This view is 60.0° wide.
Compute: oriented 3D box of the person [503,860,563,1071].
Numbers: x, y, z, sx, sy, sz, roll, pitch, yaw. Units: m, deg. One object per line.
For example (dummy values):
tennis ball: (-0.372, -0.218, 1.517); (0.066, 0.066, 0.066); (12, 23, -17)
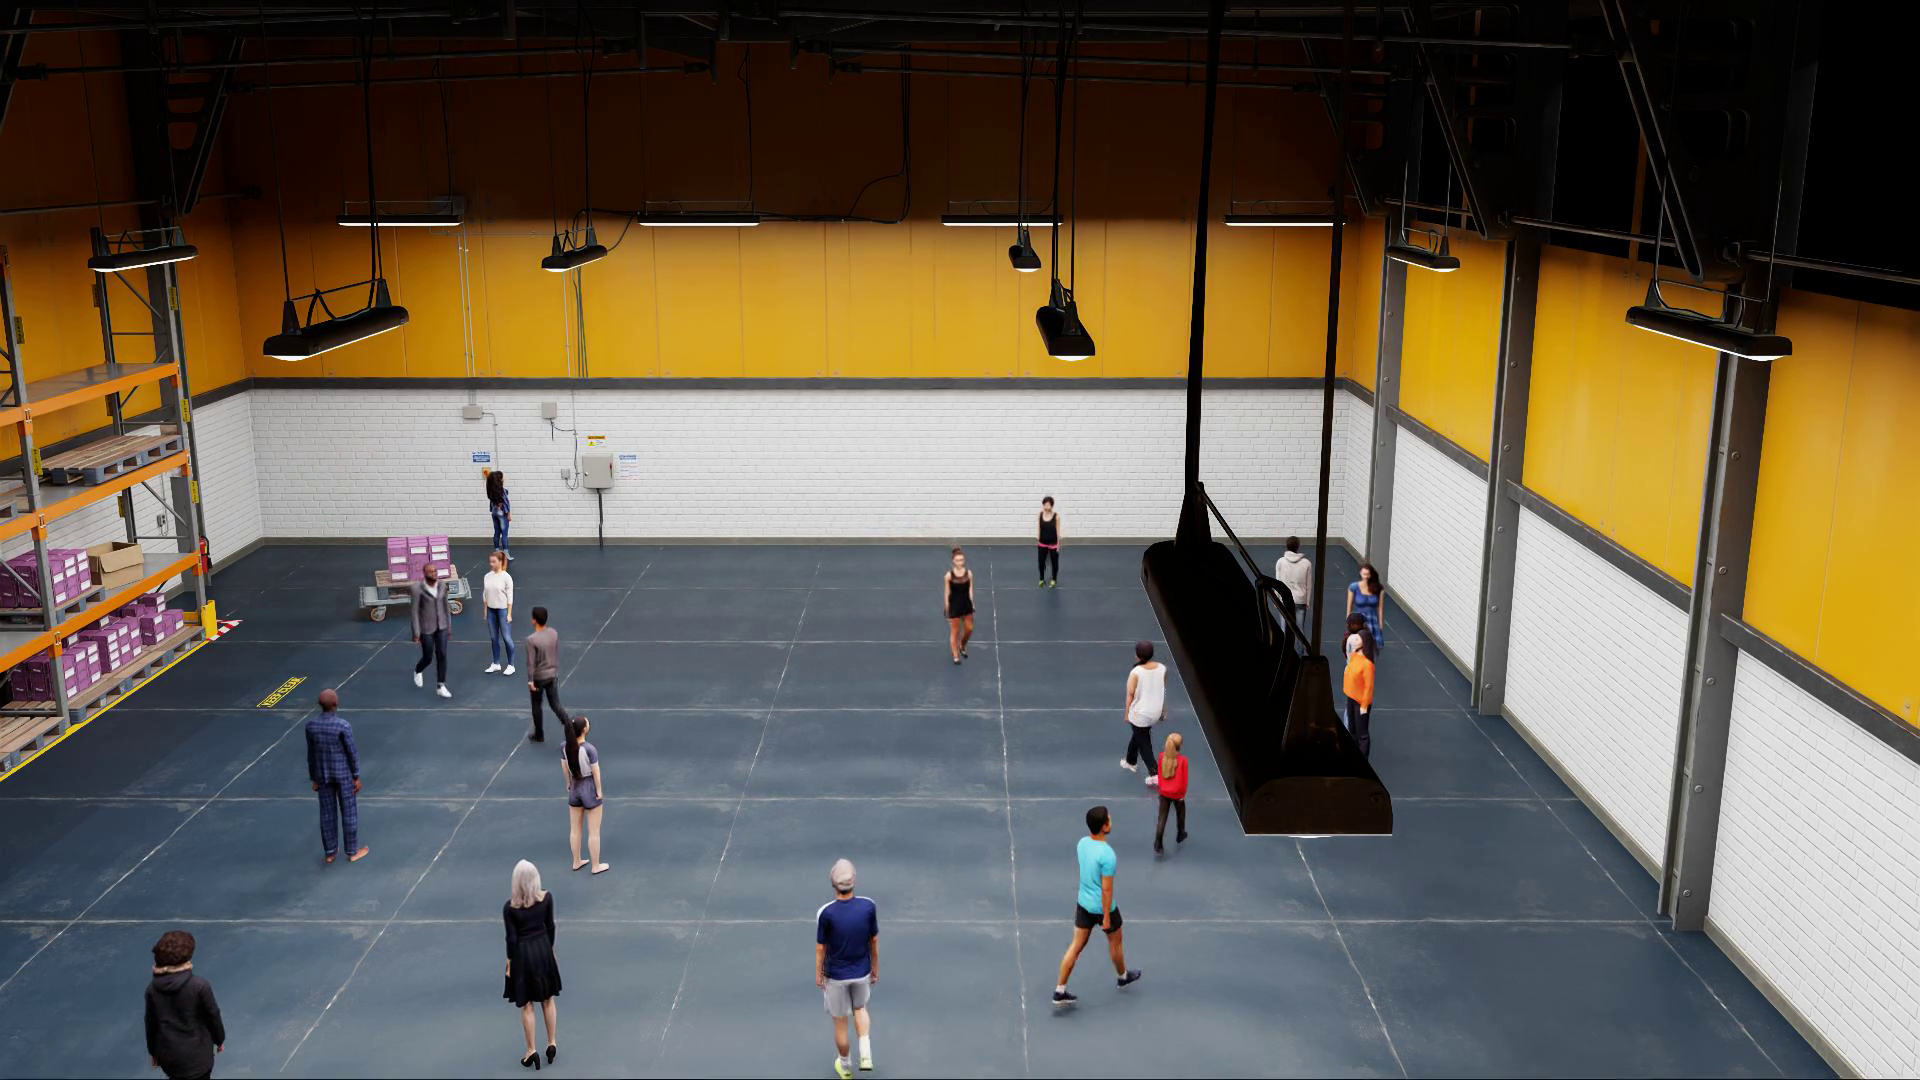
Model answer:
person: (-3.394, 3.347, 13.178); (0.699, 1.747, 0.738); (-10, 17, -35)

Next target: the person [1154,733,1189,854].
person: (2.160, 2.624, 17.187); (0.711, 1.265, 0.970); (5, 15, 21)

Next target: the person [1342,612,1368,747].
person: (4.750, 1.699, 20.046); (0.679, 1.719, 0.520); (2, 14, 10)

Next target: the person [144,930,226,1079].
person: (-5.531, 3.670, 11.832); (0.713, 1.752, 0.997); (-2, 14, -7)

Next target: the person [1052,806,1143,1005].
person: (1.075, 3.138, 14.080); (1.151, 1.729, 1.195); (-9, 17, -34)

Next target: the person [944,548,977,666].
person: (-0.036, 0.919, 23.378); (0.683, 1.666, 0.721); (-5, 14, -18)

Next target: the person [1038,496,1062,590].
person: (1.507, 0.018, 27.370); (0.650, 1.539, 0.718); (4, 14, 16)

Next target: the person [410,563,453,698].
person: (-7.034, 1.174, 22.036); (1.065, 1.803, 1.130); (-13, 19, -42)

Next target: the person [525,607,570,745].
person: (-4.970, 1.672, 20.092); (1.056, 1.748, 1.101); (-9, 16, -33)

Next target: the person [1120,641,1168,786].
person: (2.120, 1.992, 18.979); (1.032, 1.651, 1.181); (-9, 16, -33)

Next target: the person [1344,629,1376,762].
person: (4.633, 1.871, 19.270); (0.717, 1.748, 0.550); (-3, 14, -10)

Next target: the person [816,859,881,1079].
person: (-0.842, 3.377, 12.879); (0.783, 1.829, 0.840); (-6, 15, -23)

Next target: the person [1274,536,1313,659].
person: (4.644, 0.858, 23.239); (0.684, 1.851, 0.603); (1, 14, 5)

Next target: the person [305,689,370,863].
person: (-6.376, 2.395, 16.959); (0.660, 1.819, 0.579); (1, 14, 3)

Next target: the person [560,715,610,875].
person: (-3.779, 2.544, 16.699); (0.666, 1.651, 0.656); (6, 15, 23)

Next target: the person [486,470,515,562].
person: (-8.038, -0.431, 29.080); (0.697, 1.607, 0.722); (9, 16, 33)

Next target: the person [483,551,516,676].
person: (-6.356, 0.998, 22.937); (0.676, 1.720, 0.652); (5, 14, 19)

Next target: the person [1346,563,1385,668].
person: (5.351, 1.175, 22.047); (0.681, 1.796, 0.692); (1, 14, 5)
